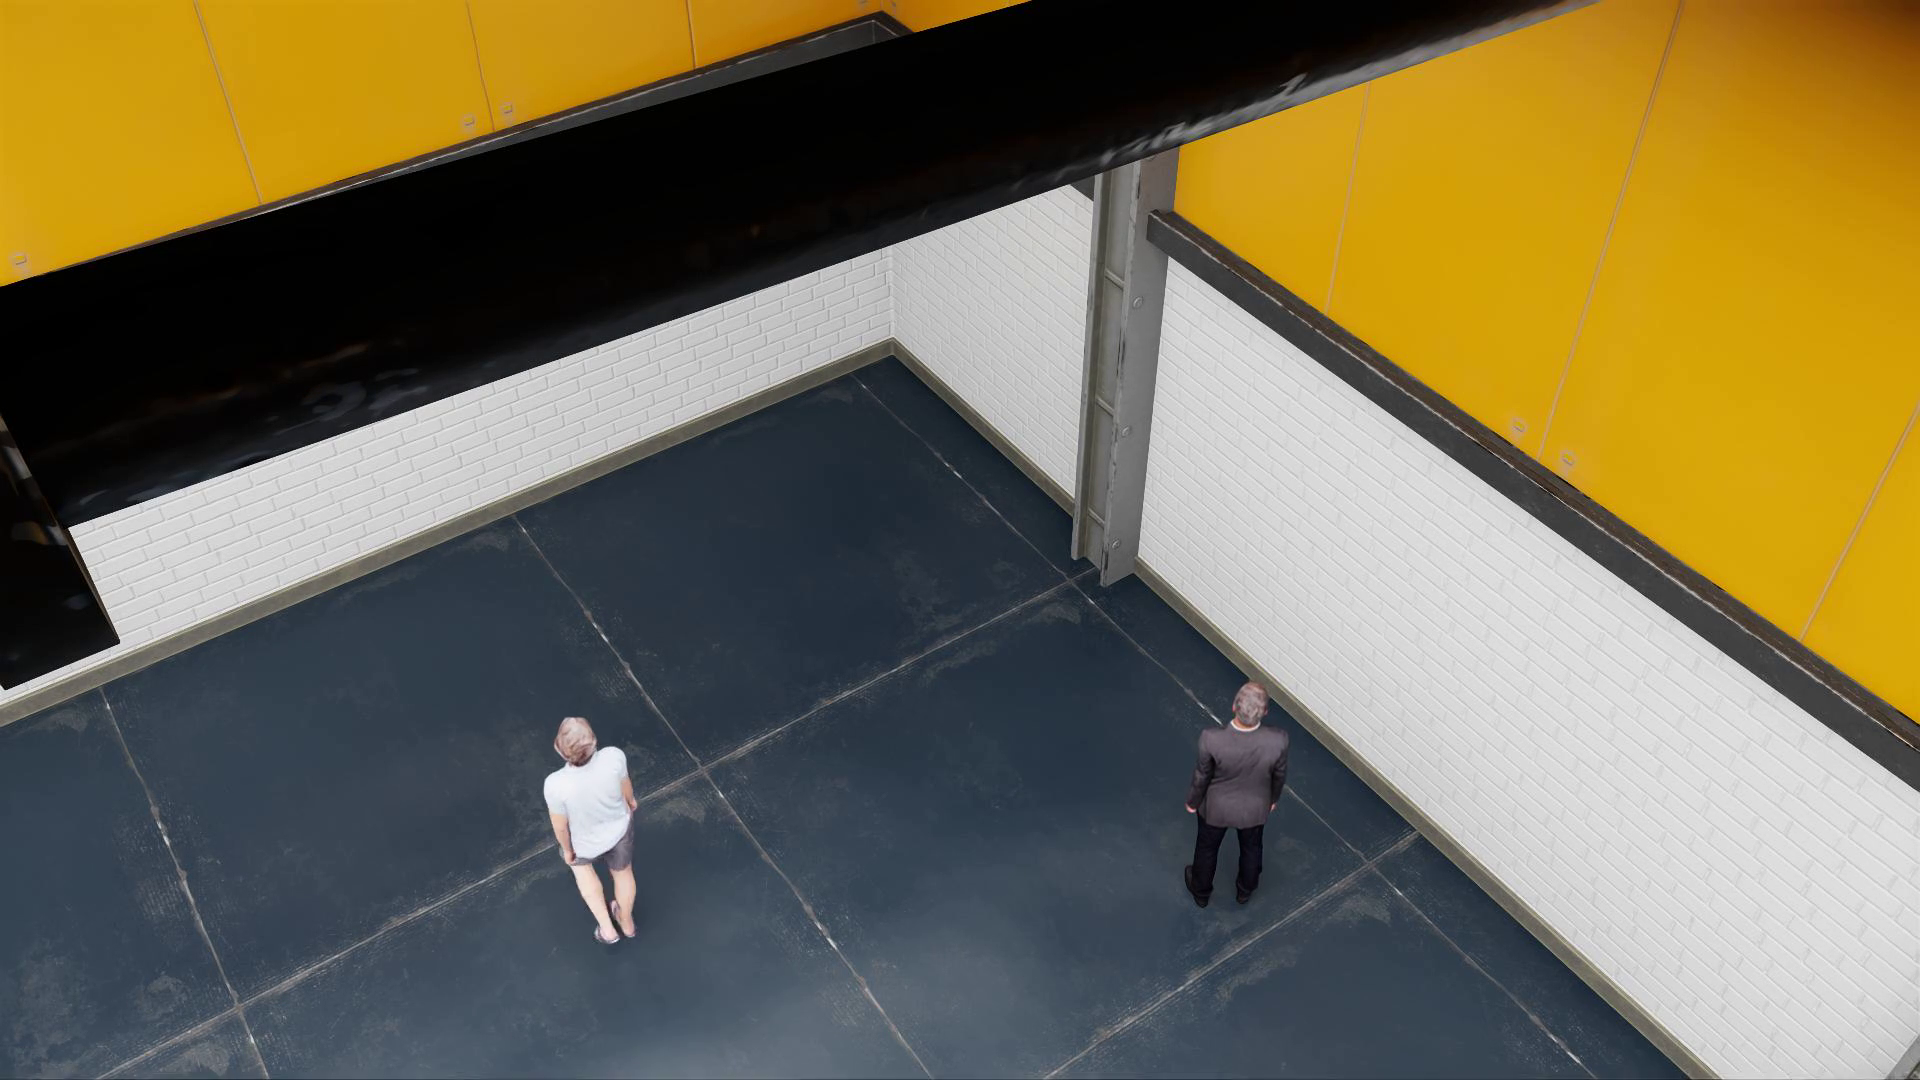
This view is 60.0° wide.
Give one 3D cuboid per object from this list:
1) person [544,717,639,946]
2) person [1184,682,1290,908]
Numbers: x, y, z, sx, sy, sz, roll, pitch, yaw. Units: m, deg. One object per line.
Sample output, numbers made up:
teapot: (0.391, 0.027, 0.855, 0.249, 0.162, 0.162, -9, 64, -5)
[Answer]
person: (-1.972, 1.678, 9.214, 0.693, 1.820, 0.698, -20, 47, -20)
person: (1.557, 1.458, 9.430, 0.807, 1.842, 0.818, -1, 44, -1)
